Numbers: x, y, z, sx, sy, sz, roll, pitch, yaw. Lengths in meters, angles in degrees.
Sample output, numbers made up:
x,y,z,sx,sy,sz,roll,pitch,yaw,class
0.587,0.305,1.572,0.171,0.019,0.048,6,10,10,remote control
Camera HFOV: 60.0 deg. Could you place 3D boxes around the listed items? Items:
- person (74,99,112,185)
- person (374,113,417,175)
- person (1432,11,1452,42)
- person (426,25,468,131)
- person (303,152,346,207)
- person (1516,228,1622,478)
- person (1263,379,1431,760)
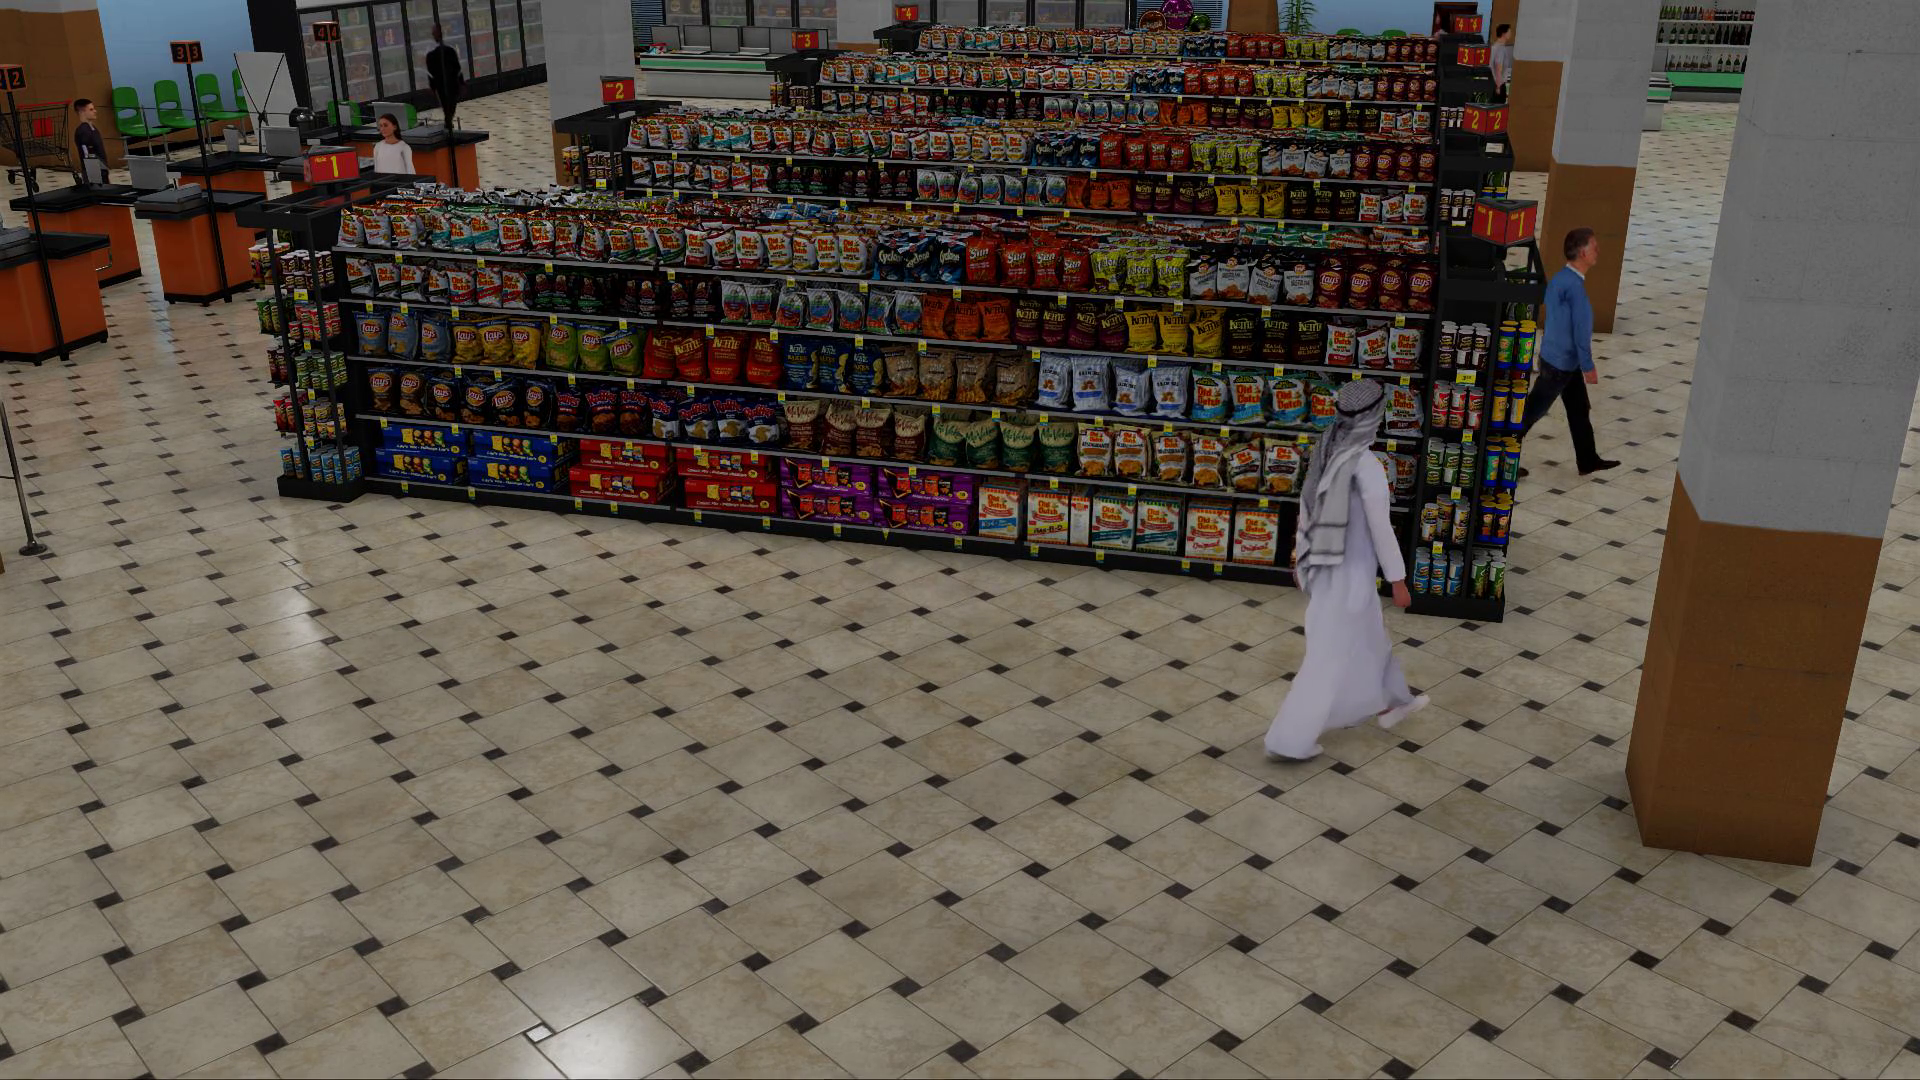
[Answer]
x,y,z,sx,sy,sz,roll,pitch,yaw,class
-9.542,-3.976,18.397,0.724,1.764,0.722,-6,23,-16,person
-6.046,-3.718,17.855,0.496,1.689,0.676,4,22,9,person
8.803,-8.671,30.161,1.110,1.704,0.681,5,22,12,person
-8.235,-7.279,26.571,1.115,1.799,1.254,-16,27,-34,person
-5.511,-2.523,14.709,0.986,1.817,0.982,18,28,38,person
4.105,-1.255,11.611,1.152,1.774,0.684,4,22,11,person
1.717,0.197,7.846,1.282,1.887,1.045,-5,22,-12,person
